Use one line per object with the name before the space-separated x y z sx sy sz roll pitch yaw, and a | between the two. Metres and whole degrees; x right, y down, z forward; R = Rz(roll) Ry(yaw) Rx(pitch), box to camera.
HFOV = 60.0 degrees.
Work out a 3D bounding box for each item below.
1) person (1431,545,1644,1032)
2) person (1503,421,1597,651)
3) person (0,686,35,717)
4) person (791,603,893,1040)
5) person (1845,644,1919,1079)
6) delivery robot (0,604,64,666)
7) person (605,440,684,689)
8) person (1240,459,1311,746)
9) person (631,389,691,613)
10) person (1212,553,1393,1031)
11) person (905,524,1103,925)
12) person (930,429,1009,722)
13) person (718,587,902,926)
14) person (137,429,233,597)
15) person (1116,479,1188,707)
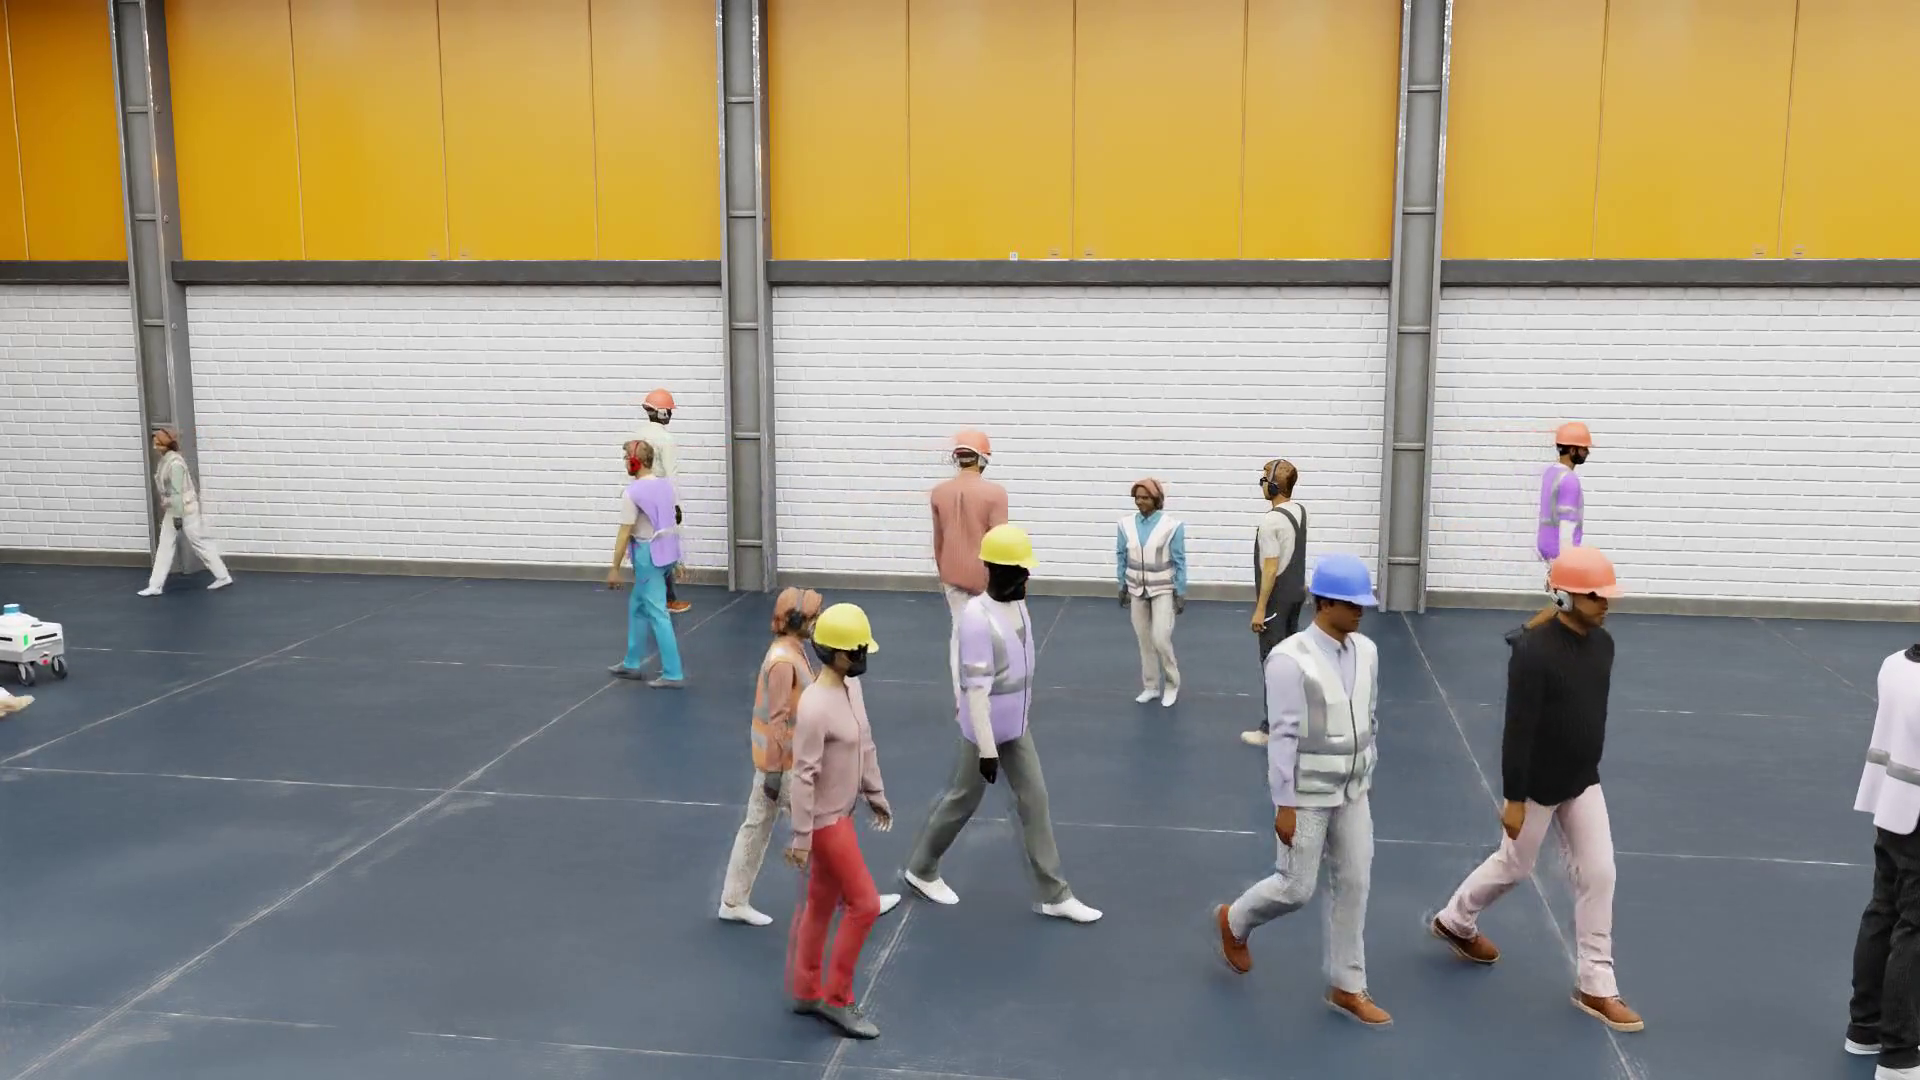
person | 2.397 0.960 6.888 0.653 1.951 0.966 -5 11 -29
person | 4.461 0.063 12.494 0.602 1.923 0.546 0 9 2
person | -6.675 0.367 10.968 0.917 1.803 0.640 -2 9 -13
person | -0.458 1.106 6.606 0.543 1.746 0.527 2 9 9
person | 3.575 1.080 6.218 0.370 1.914 0.597 1 9 6
delivery robot | -7.001 0.719 12.316 0.707 0.478 0.477 5 10 24
person | -2.362 0.180 12.092 0.838 1.813 0.570 3 10 15
person | 2.028 0.400 10.629 0.339 1.845 0.514 7 12 38
person | -2.670 -0.349 14.796 0.623 1.989 0.401 9 13 44
person | 1.421 0.988 6.797 0.620 1.925 0.750 -6 11 -33
person | 0.155 0.848 7.789 1.003 1.880 0.608 5 10 28
person | 0.112 0.232 11.292 0.630 1.961 0.659 5 11 29
person | -0.721 1.006 7.639 0.878 1.586 0.527 -1 9 -4
person | -7.296 -0.268 15.572 0.845 1.577 0.550 -8 12 -41
person | 1.341 0.367 11.561 0.519 1.608 0.428 6 11 34
